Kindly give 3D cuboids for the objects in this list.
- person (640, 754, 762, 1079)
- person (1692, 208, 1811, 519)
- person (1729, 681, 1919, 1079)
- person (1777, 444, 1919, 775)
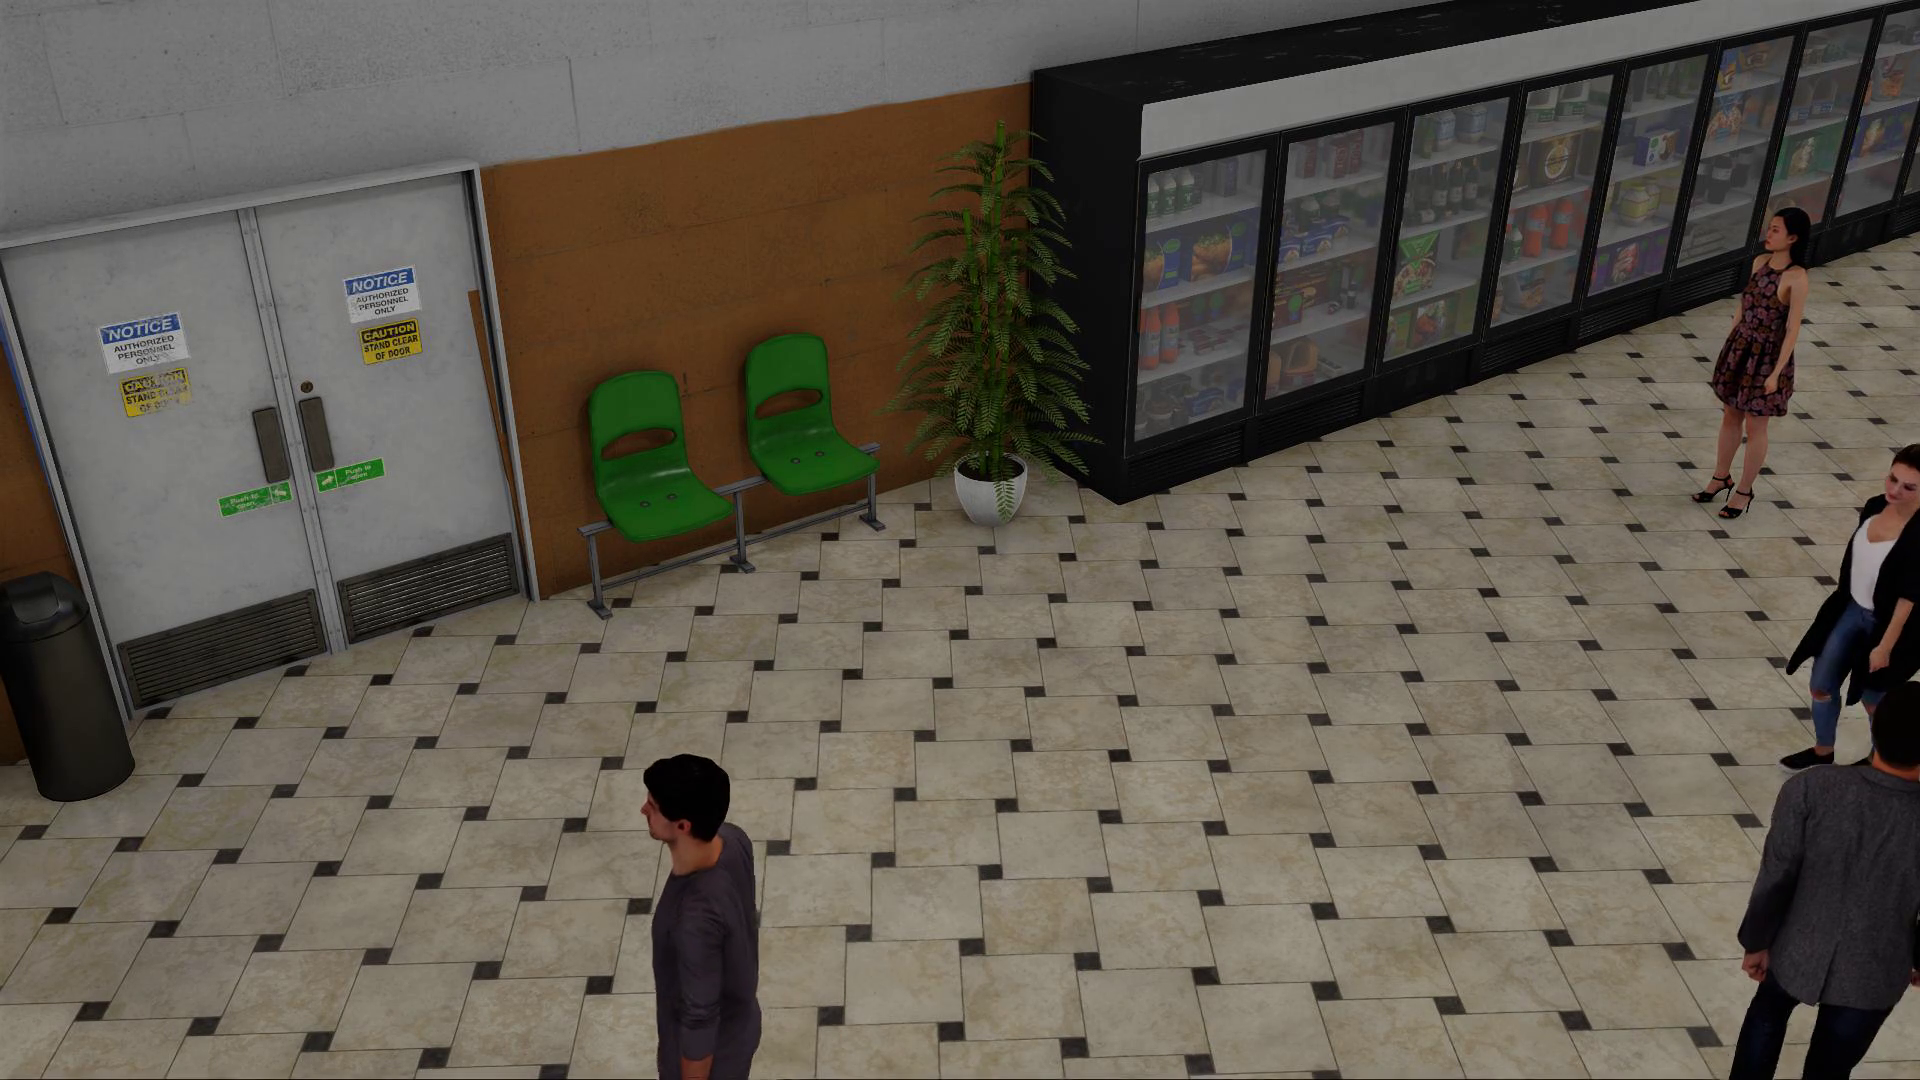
[{"bbox_3d":[-0.632,1.401,4.694,0.999,1.842,0.959,1,29,1],"label":"person"},{"bbox_3d":[4.342,-0.951,9.074,0.821,1.773,0.725,-7,29,-13],"label":"person"},{"bbox_3d":[2.570,1.281,4.901,0.705,1.855,0.833,21,35,33],"label":"person"},{"bbox_3d":[3.838,0.337,6.836,0.841,1.657,0.819,-1,29,-1],"label":"person"}]
